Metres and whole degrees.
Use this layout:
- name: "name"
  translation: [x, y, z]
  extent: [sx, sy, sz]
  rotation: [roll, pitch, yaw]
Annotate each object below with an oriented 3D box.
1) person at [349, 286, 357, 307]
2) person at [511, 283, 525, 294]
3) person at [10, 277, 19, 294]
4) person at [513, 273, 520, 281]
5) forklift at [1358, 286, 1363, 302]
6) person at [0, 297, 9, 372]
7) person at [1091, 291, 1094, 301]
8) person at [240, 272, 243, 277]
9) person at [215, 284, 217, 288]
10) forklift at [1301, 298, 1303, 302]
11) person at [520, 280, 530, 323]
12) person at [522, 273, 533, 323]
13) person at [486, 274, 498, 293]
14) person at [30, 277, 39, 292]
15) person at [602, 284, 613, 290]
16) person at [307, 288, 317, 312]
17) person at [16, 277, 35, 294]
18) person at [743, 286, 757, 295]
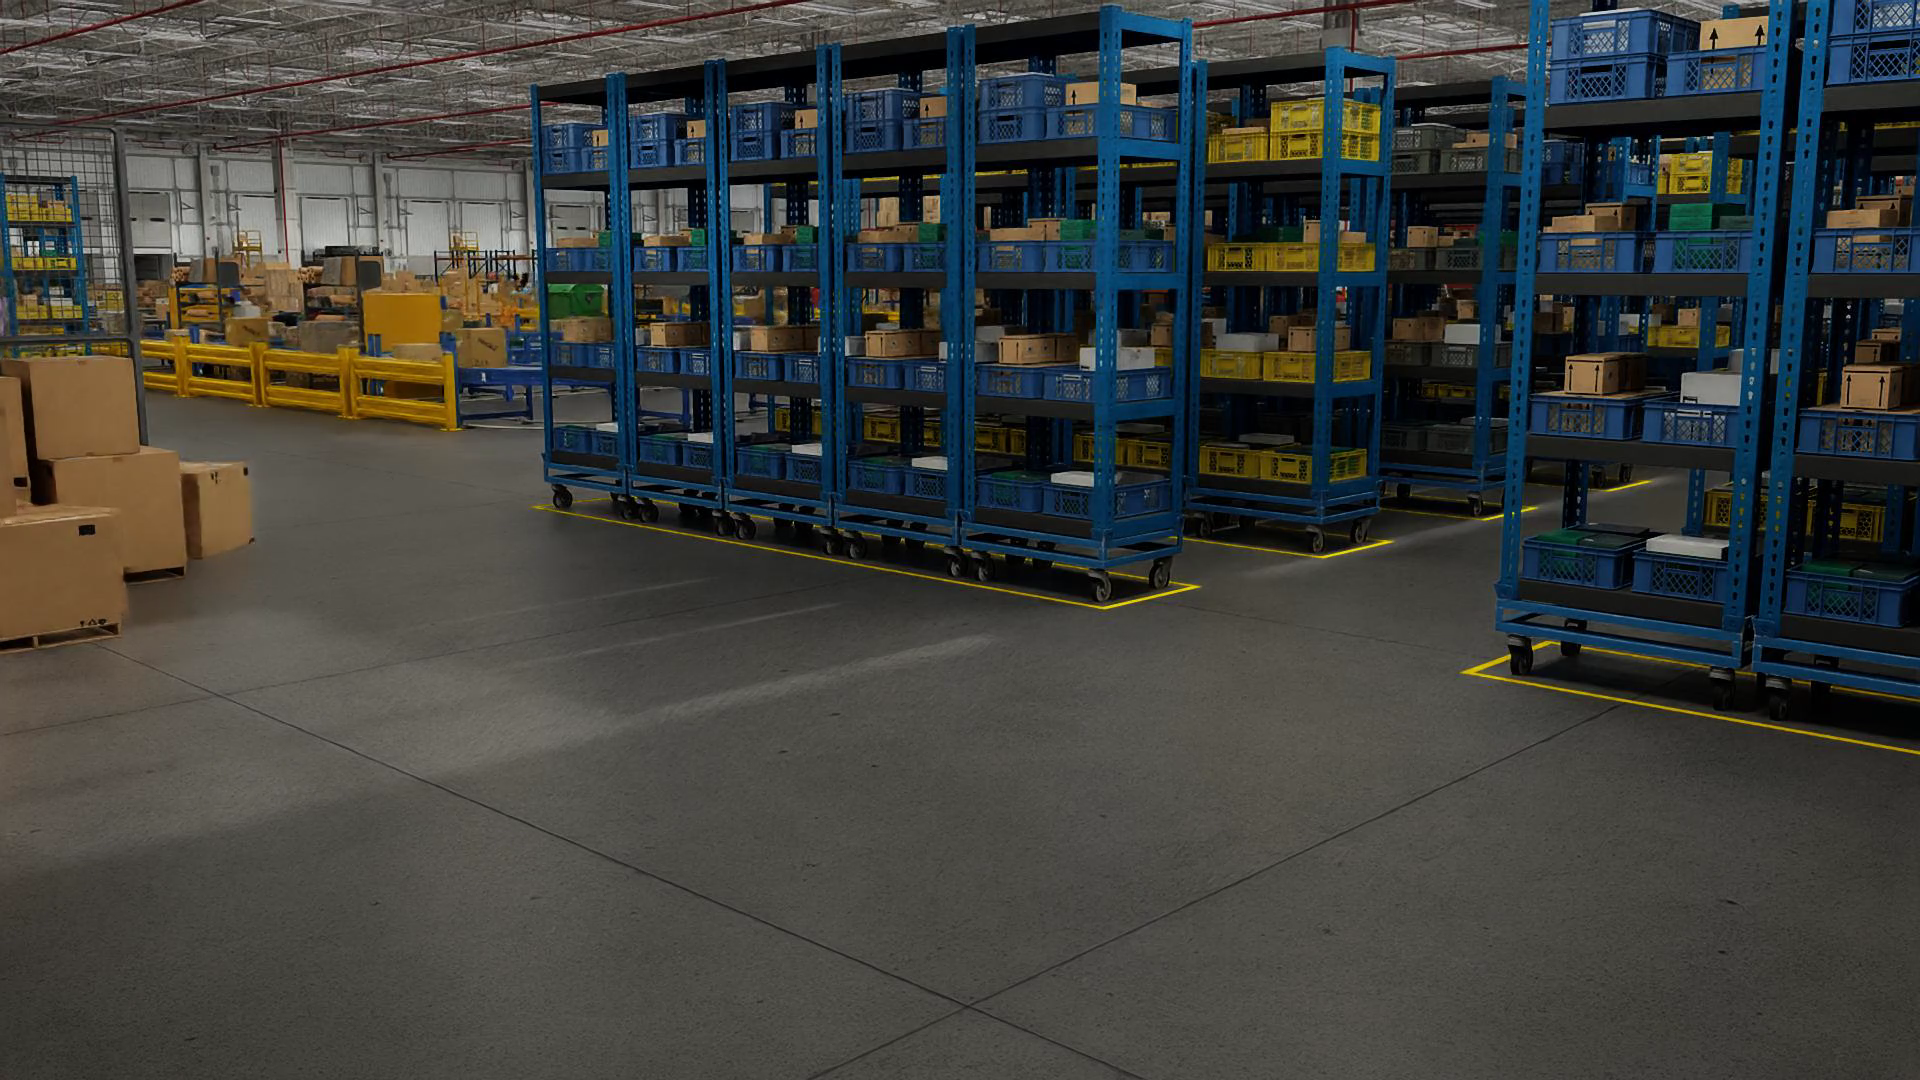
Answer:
- name: "person"
  translation: [-21.917, -8.613, 59.917]
  extent: [0.784, 1.848, 0.509]
  rotation: [-5, 11, -30]
- name: "person"
  translation: [-15.206, -8.042, 57.200]
  extent: [0.520, 1.584, 0.869]
  rotation: [-8, 12, -41]
- name: "person"
  translation: [-44.126, -11.477, 77.608]
  extent: [0.852, 1.814, 0.633]
  rotation: [3, 10, 16]
- name: "person"
  translation: [-22.793, -12.825, 85.688]
  extent: [0.961, 1.868, 0.678]
  rotation: [1, 9, 4]
- name: "forklift"
  translation: [11.100, -7.017, 46.970]
  extent: [1.873, 2.768, 1.129]
  rotation: [9, 13, 43]
- name: "person"
  translation: [-14.869, -3.110, 25.650]
  extent: [0.758, 2.024, 0.612]
  rotation: [1, 9, 4]
- name: "person"
  translation: [4.218, -7.261, 52.007]
  extent: [0.536, 1.722, 0.898]
  rotation: [-9, 13, -44]
- name: "person"
  translation: [-37.164, -12.948, 86.209]
  extent: [0.543, 1.939, 0.371]
  rotation: [9, 13, 43]
- name: "person"
  translation: [-36.198, -12.145, 81.685]
  extent: [0.888, 1.803, 0.661]
  rotation: [-2, 9, -12]
- name: "forklift"
  translation: [12.291, -8.602, 56.684]
  extent: [1.129, 2.768, 1.873]
  rotation: [4, 10, 26]
- name: "person"
  translation: [-15.279, -8.268, 58.259]
  extent: [0.532, 1.697, 0.319]
  rotation: [1, 9, 4]
- name: "person"
  translation: [-15.355, -8.554, 59.284]
  extent: [0.838, 1.938, 0.623]
  rotation: [-6, 11, -33]
- name: "person"
  translation: [-16.471, -8.372, 58.281]
  extent: [0.952, 1.892, 0.572]
  rotation: [-9, 13, -43]
- name: "person"
  translation: [-29.961, -7.620, 53.807]
  extent: [0.516, 1.858, 0.357]
  rotation: [3, 10, 20]
- name: "person"
  translation: [-16.388, -11.474, 77.411]
  extent: [0.583, 1.863, 0.770]
  rotation: [-4, 10, -21]
- name: "person"
  translation: [-23.439, -8.596, 60.153]
  extent: [0.850, 1.726, 0.527]
  rotation: [2, 9, 11]
- name: "person"
  translation: [-29.789, -7.538, 53.094]
  extent: [0.383, 1.929, 0.539]
  rotation: [9, 13, 43]
- name: "person"
  translation: [-8.444, -9.973, 67.659]
  extent: [0.681, 2.000, 0.538]
  rotation: [2, 9, 13]
